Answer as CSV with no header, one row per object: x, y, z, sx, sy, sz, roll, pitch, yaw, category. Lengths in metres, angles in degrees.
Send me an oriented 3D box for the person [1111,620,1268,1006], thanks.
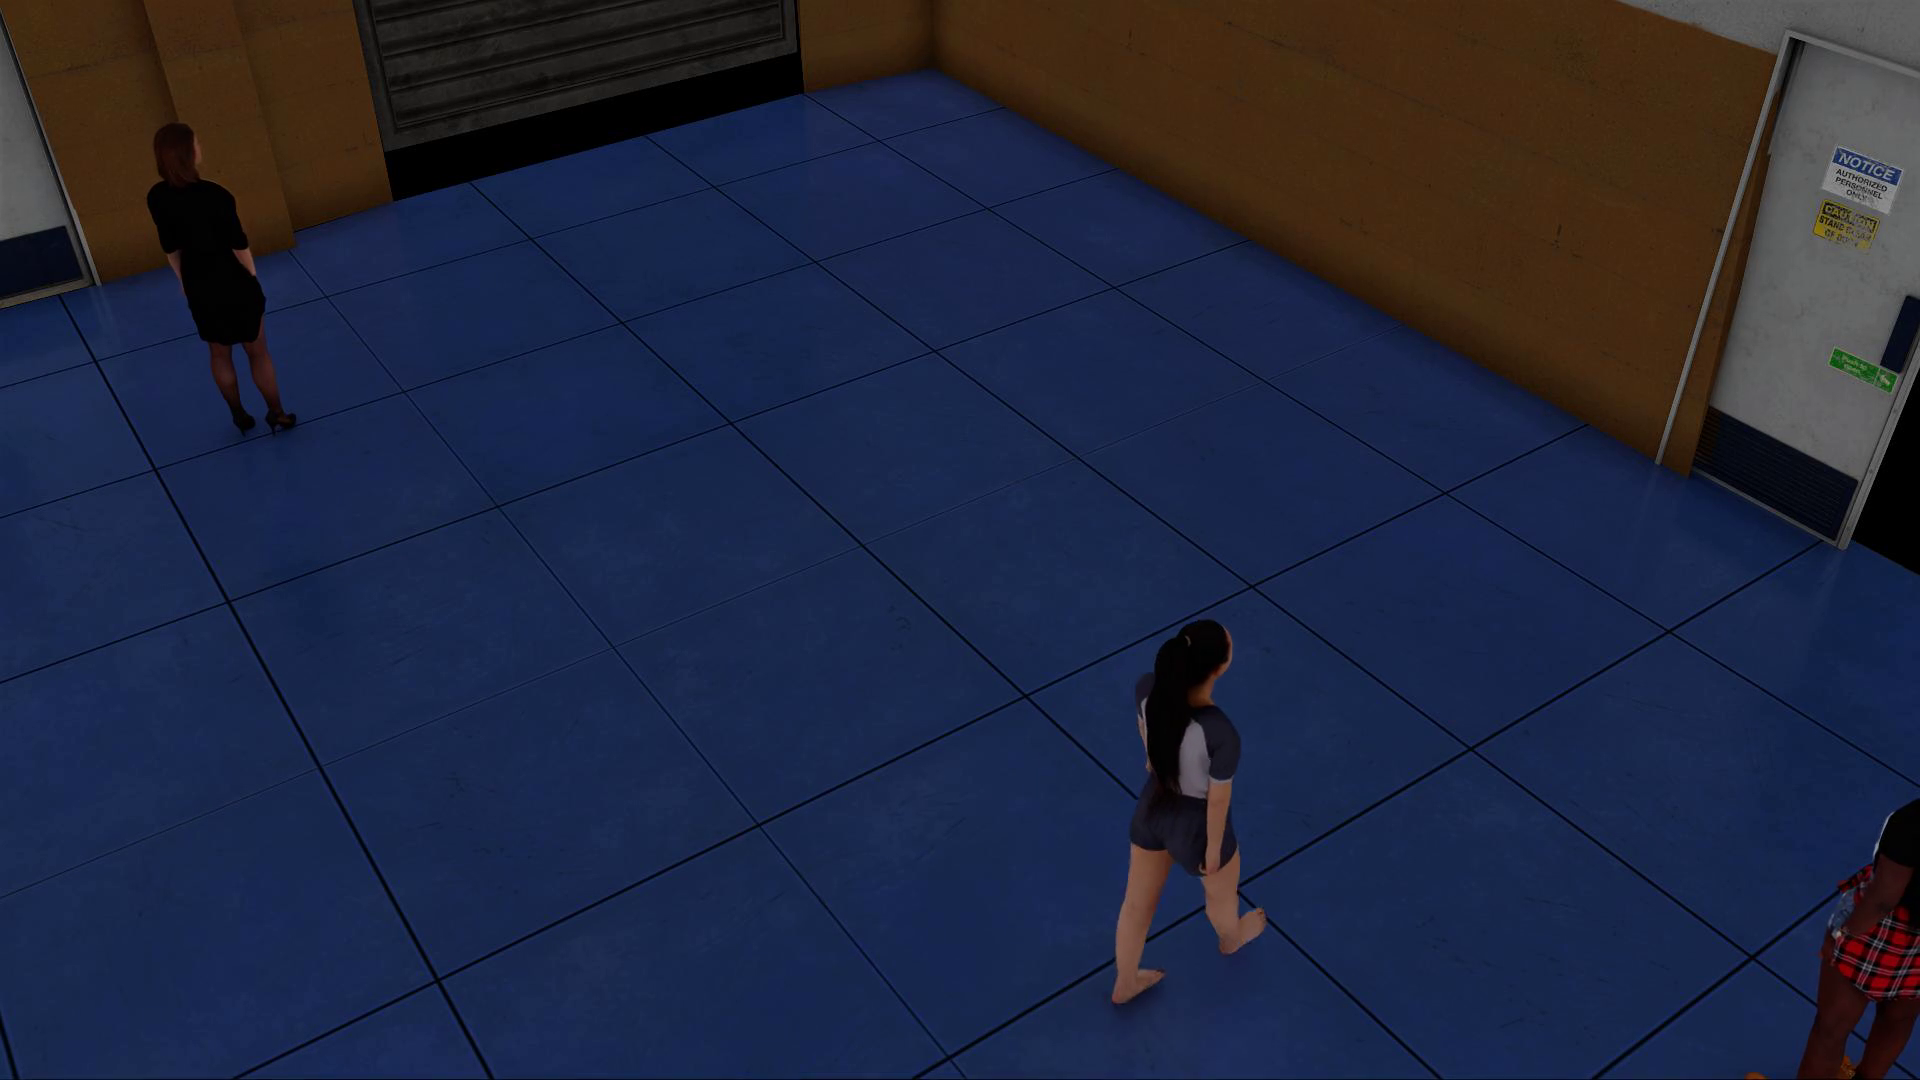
0.672,0.977,5.492,0.923,1.625,0.677,-28,45,-32,person

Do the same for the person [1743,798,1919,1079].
2.862,1.217,5.087,0.641,1.728,0.746,-9,38,-12,person

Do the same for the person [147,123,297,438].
-3.752,-1.279,8.418,0.635,1.704,0.721,2,37,2,person
